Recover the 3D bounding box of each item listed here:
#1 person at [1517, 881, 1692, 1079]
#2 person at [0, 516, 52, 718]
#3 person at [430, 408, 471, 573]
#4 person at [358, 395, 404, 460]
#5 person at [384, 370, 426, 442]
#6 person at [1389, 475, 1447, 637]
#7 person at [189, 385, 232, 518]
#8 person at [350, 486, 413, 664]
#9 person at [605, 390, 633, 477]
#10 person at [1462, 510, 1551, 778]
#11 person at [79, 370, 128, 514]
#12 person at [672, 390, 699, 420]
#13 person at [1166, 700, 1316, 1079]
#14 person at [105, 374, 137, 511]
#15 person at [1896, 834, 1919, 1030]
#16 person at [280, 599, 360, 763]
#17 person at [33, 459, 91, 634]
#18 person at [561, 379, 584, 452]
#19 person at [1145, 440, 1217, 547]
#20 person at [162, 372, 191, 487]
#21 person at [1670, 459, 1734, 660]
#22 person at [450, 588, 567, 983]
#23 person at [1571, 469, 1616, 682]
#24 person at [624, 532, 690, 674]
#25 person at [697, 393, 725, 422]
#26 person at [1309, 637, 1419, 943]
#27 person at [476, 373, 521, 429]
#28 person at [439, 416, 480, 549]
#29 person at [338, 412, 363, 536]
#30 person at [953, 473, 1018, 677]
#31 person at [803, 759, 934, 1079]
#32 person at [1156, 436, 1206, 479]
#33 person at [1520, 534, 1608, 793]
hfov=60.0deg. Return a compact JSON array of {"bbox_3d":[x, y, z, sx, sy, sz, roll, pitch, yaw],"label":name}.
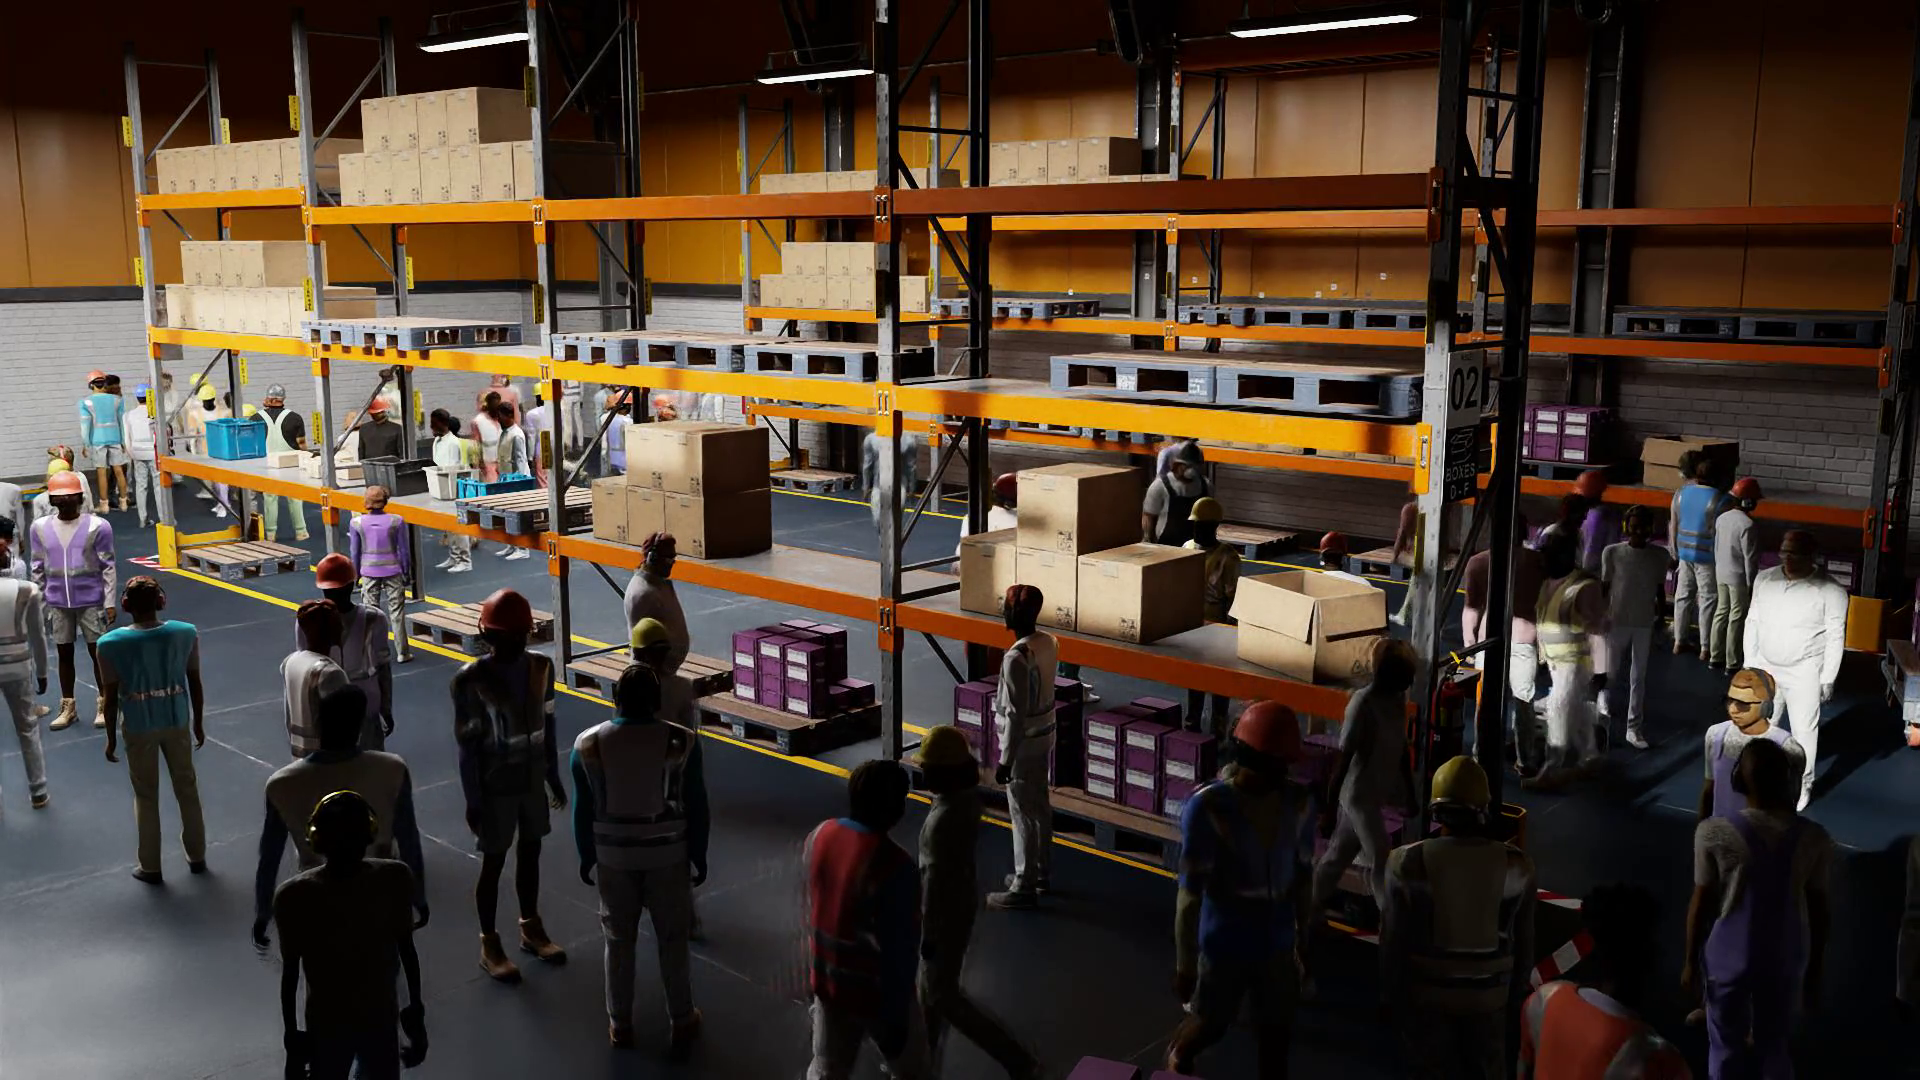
[{"bbox_3d":[1.877,1.973,4.837,0.393,1.946,0.766,-3,10,-17],"label":"person"},{"bbox_3d":[-7.545,0.654,13.024,0.552,1.674,0.719,3,10,14],"label":"person"},{"bbox_3d":[-5.929,-0.582,19.354,0.389,1.914,0.589,-7,12,-36],"label":"person"},{"bbox_3d":[-7.044,-0.784,20.280,0.611,1.985,0.393,1,10,5],"label":"person"},{"bbox_3d":[-8.567,-1.709,25.721,0.603,1.902,1.052,-9,13,-42],"label":"person"},{"bbox_3d":[4.487,0.127,16.241,0.516,1.583,0.851,-5,11,-27],"label":"person"},{"bbox_3d":[-10.482,-1.277,23.439,0.607,1.874,0.838,-1,10,-6],"label":"person"},{"bbox_3d":[-5.221,0.320,15.016,0.514,1.640,0.310,-2,10,-11],"label":"person"},{"bbox_3d":[-4.341,-0.976,21.539,0.549,1.929,0.387,9,13,42],"label":"person"},{"bbox_3d":[3.904,0.735,11.874,0.628,1.931,0.379,3,10,14],"label":"person"},{"bbox_3d":[-12.129,-1.387,23.556,0.400,2.034,0.605,10,14,43],"label":"person"},{"bbox_3d":[-4.629,-2.165,28.244,0.375,1.933,0.627,6,11,29],"label":"person"},{"bbox_3d":[1.137,1.600,6.777,0.640,2.005,0.986,-3,11,-19],"label":"person"},{"bbox_3d":[-12.113,-1.405,23.892,0.430,1.957,0.634,1,10,4],"label":"person"},{"bbox_3d":[3.789,1.766,6.171,0.592,1.882,0.726,6,12,32],"label":"person"},{"bbox_3d":[-3.451,1.248,9.082,0.574,1.883,0.355,8,13,40],"label":"person"},{"bbox_3d":[-8.667,0.083,16.127,0.491,1.720,0.490,-6,11,-29],"label":"person"},{"bbox_3d":[-7.189,-2.573,30.674,0.358,1.887,0.572,10,14,43],"label":"person"},{"bbox_3d":[2.068,-0.004,15.714,0.684,2.000,0.923,-4,11,-20],"label":"person"},{"bbox_3d":[-12.323,-1.718,26.049,0.789,1.804,0.585,2,10,10],"label":"person"},{"bbox_3d":[6.827,0.173,15.279,0.430,1.845,0.623,-5,11,-27],"label":"person"},{"bbox_3d":[-2.309,1.250,8.622,0.387,2.041,0.610,7,12,36],"label":"person"},{"bbox_3d":[5.438,0.320,14.280,0.459,1.899,0.577,4,11,24],"label":"person"},{"bbox_3d":[-1.997,0.887,11.071,0.409,1.903,0.639,0,10,-1],"label":"person"},{"bbox_3d":[-3.759,-1.594,25.019,0.418,1.933,0.619,-8,13,-38],"label":"person"},{"bbox_3d":[2.173,1.366,8.719,1.004,1.780,0.593,8,13,37],"label":"person"},{"bbox_3d":[-7.138,-1.674,25.740,0.677,1.861,0.820,-1,10,-4],"label":"person"},{"bbox_3d":[-6.264,-0.713,20.735,0.538,1.679,0.667,-8,13,-39],"label":"person"},{"bbox_3d":[-7.855,-0.856,21.683,0.277,1.631,0.507,9,13,40],"label":"person"},{"bbox_3d":[0.258,0.424,13.541,0.690,1.958,0.561,3,10,15],"label":"person"},{"bbox_3d":[-0.295,1.731,6.558,0.858,1.803,0.650,-10,14,-43],"label":"person"},{"bbox_3d":[2.491,-0.425,18.509,0.633,1.893,0.991,-6,12,-31],"label":"person"},{"bbox_3d":[4.200,0.849,11.626,0.812,1.795,0.634,-2,10,-9],"label":"person"}]
